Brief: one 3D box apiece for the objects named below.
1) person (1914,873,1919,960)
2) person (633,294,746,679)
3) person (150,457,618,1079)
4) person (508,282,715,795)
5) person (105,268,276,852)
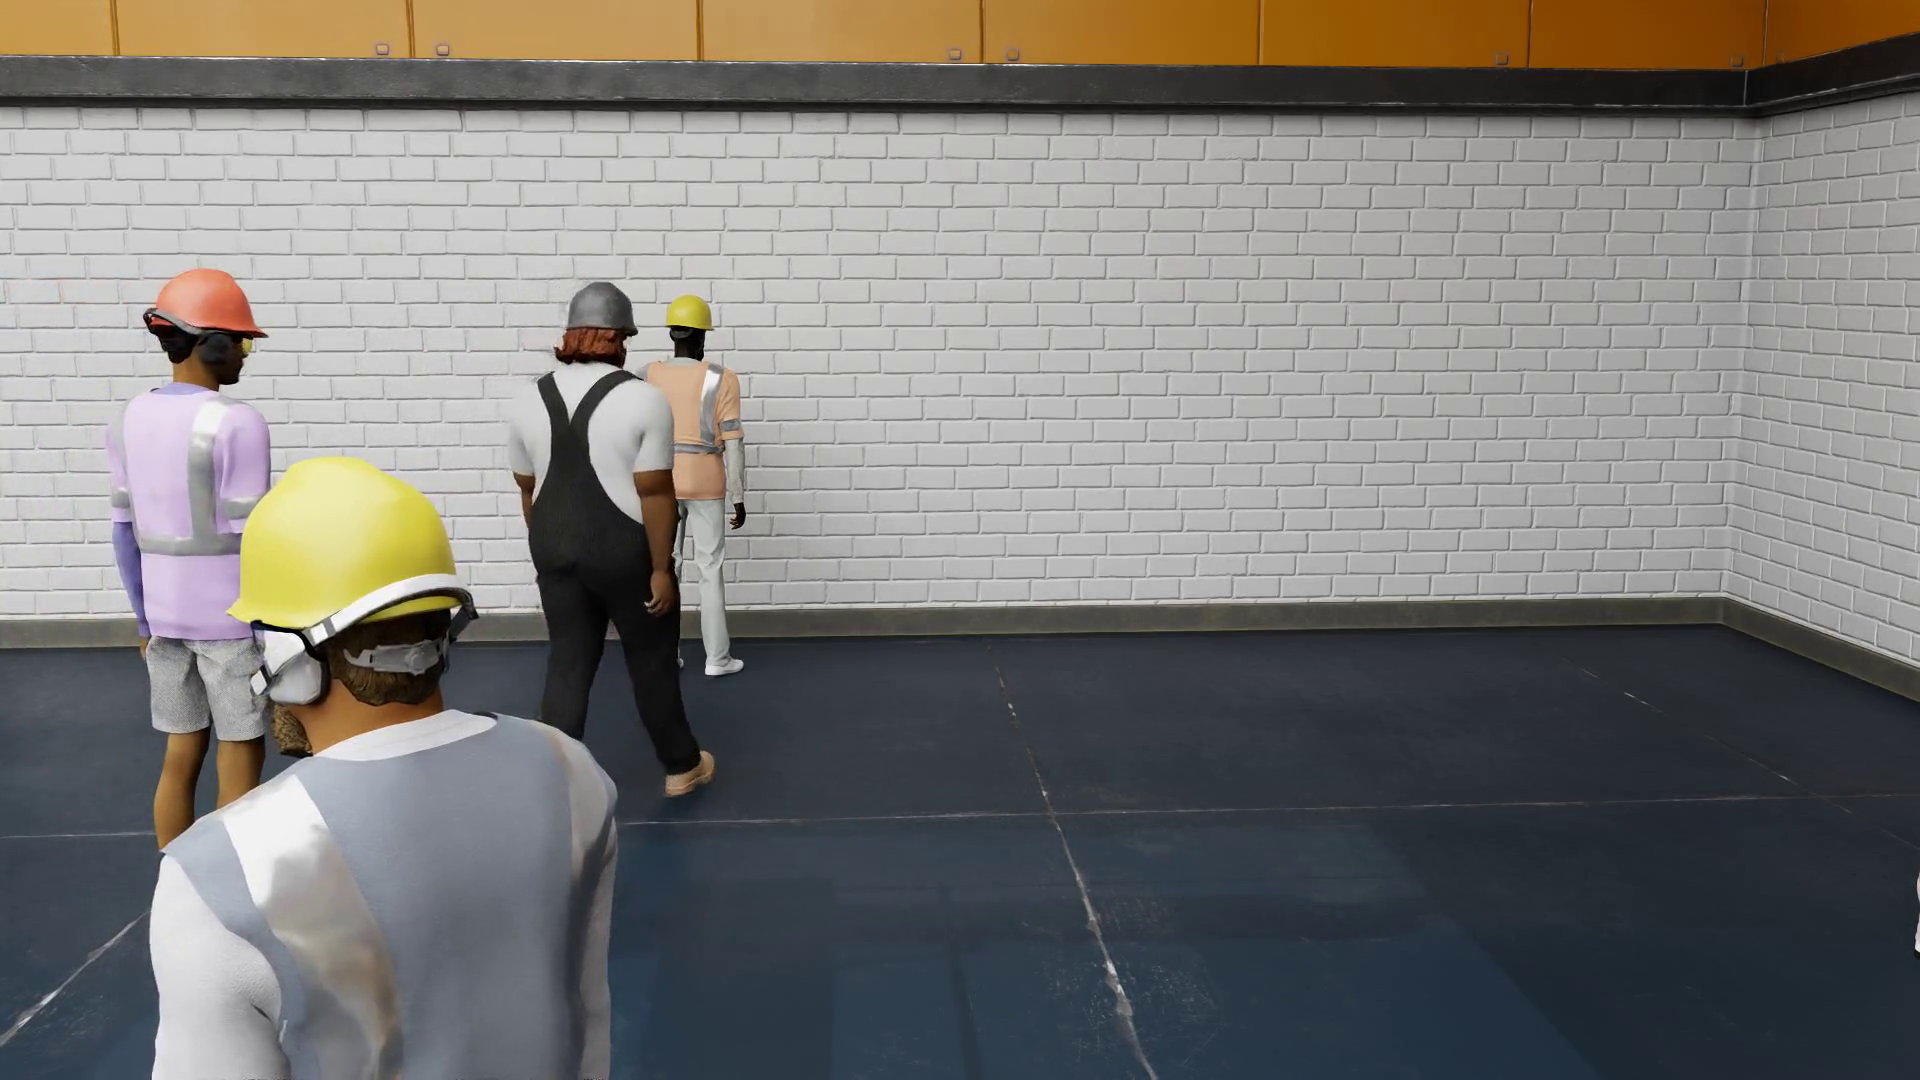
[{"bbox_3d":[3.019,0.335,4.679,0.404,1.904,0.652,-2,9,-9],"label":"person"},{"bbox_3d":[-1.357,-0.262,8.360,0.593,1.924,0.384,2,9,10],"label":"person"},{"bbox_3d":[-0.646,0.816,1.919,0.403,1.826,0.591,5,10,30],"label":"person"},{"bbox_3d":[-1.308,0.017,6.254,0.699,2.000,0.842,3,10,20],"label":"person"},{"bbox_3d":[-2.198,0.227,4.936,0.615,2.038,0.395,4,10,26],"label":"person"}]
